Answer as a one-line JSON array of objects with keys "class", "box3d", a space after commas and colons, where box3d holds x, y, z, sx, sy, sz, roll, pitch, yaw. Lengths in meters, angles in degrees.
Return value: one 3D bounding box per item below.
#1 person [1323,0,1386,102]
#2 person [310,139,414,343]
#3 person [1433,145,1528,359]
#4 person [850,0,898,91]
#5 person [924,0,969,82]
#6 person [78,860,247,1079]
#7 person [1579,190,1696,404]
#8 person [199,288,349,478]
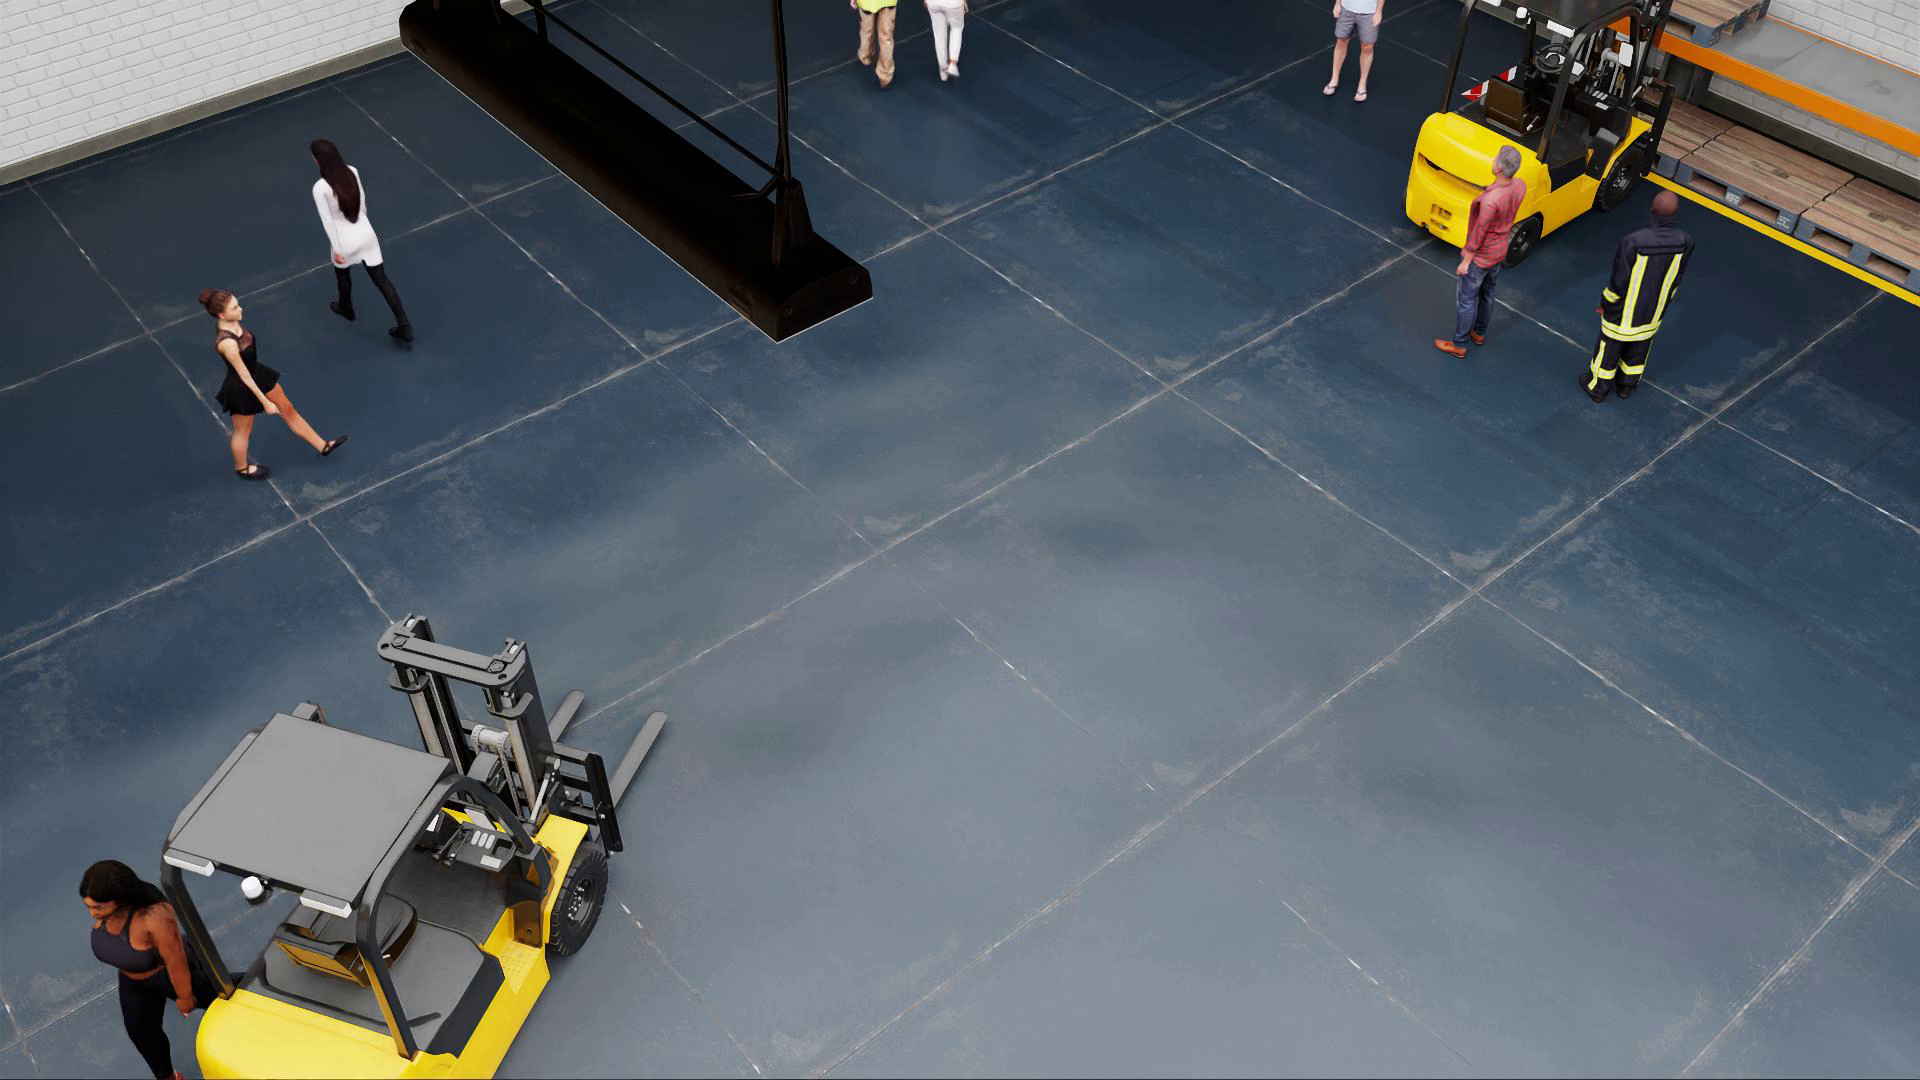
[{"class": "person", "box3d": [3.904, -5.188, 16.175, 0.628, 1.828, 0.768, 19, 47, 19]}, {"class": "person", "box3d": [-4.756, -2.330, 13.225, 1.214, 1.760, 0.827, 25, 49, 24]}, {"class": "person", "box3d": [4.146, -2.278, 13.118, 0.684, 1.831, 0.522, -31, 52, -28]}, {"class": "person", "box3d": [-0.807, -5.283, 16.283, 1.035, 1.816, 1.153, -4, 44, -5]}, {"class": "person", "box3d": [-0.138, -5.294, 16.397, 0.753, 1.676, 0.808, 1, 44, 1]}, {"class": "person", "box3d": [-3.999, 2.140, 8.519, 1.224, 1.779, 1.095, 17, 46, 17]}, {"class": "person", "box3d": [5.174, -1.856, 12.682, 0.866, 1.822, 0.893, -2, 44, -3]}, {"class": "person", "box3d": [-5.224, -1.083, 12.004, 0.986, 1.637, 1.090, -9, 44, -9]}]
